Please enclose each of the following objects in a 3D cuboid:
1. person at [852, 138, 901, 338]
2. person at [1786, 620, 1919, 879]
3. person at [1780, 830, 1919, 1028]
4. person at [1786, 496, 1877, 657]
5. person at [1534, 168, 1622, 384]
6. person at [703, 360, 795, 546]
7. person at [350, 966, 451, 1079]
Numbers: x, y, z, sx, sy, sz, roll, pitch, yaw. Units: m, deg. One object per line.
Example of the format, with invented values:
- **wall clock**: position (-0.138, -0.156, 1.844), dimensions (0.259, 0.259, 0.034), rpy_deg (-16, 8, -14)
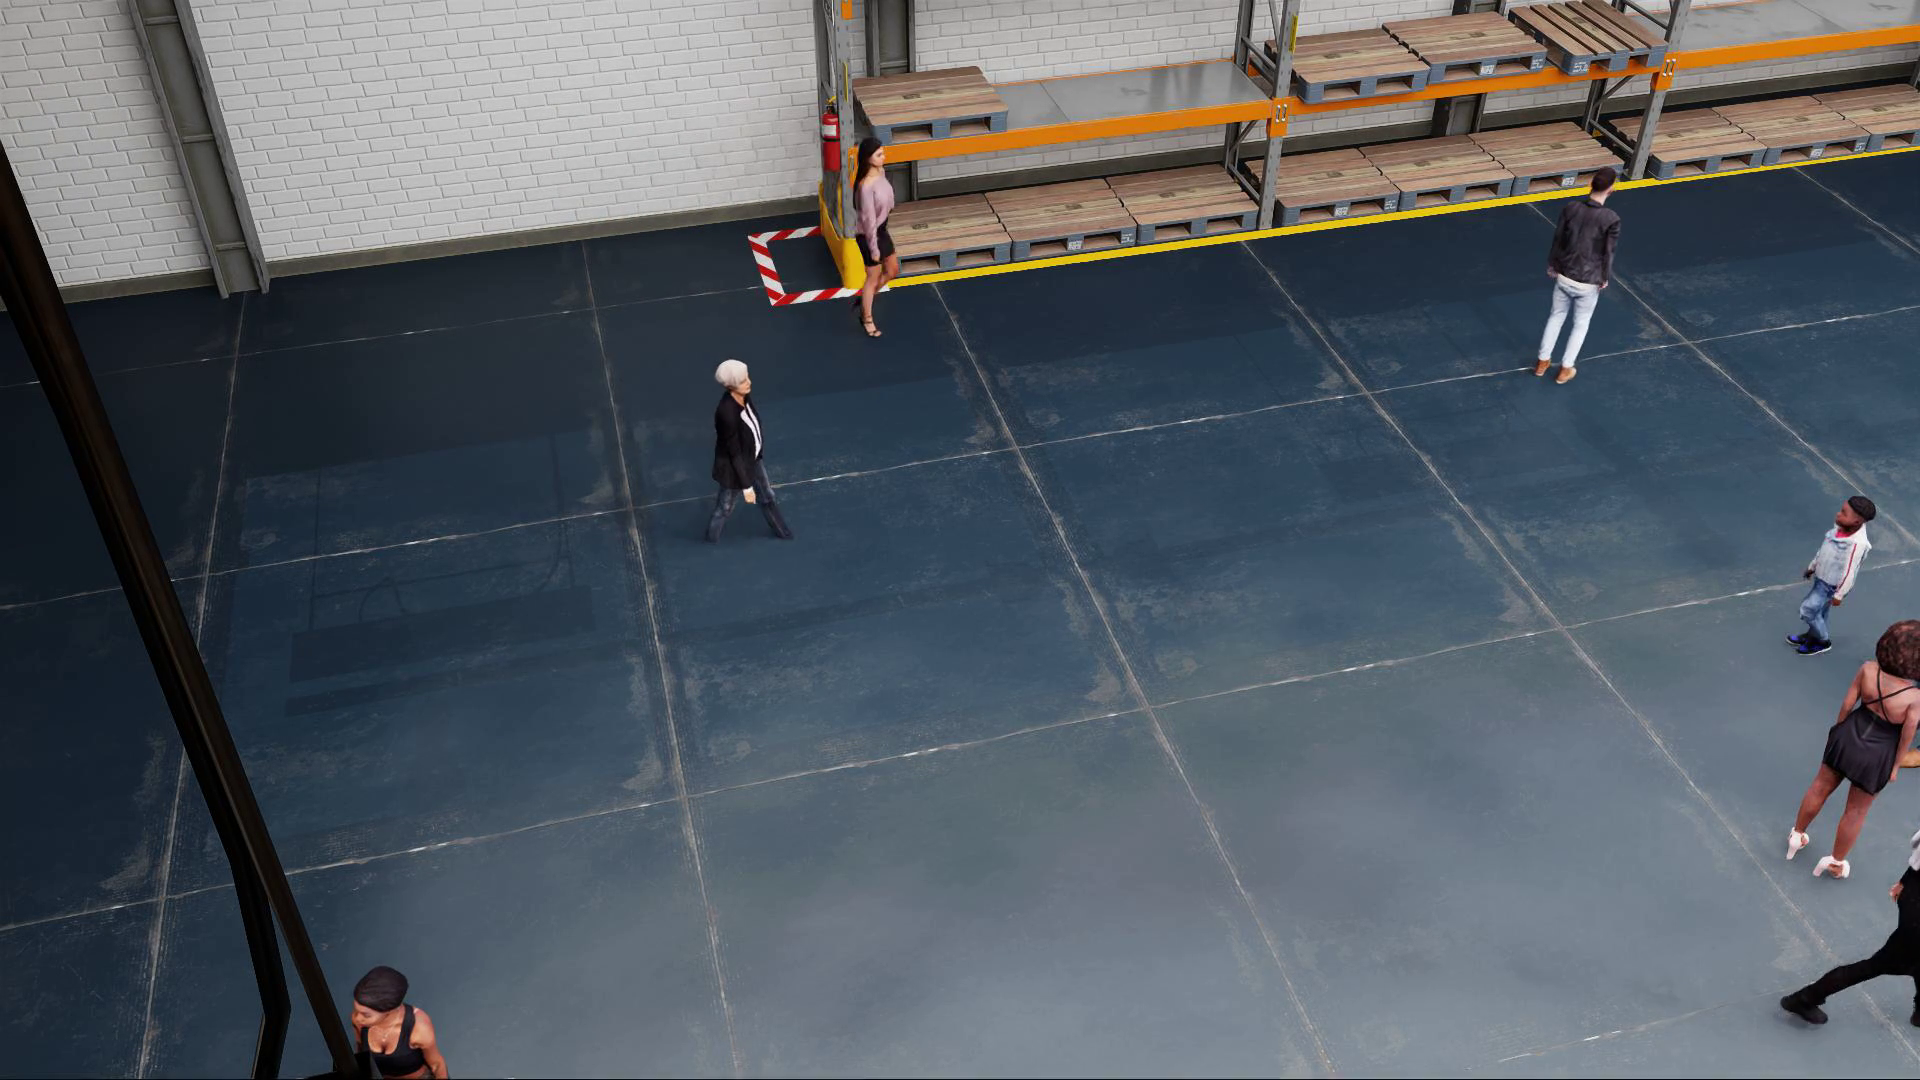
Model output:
- **person**: position (-0.807, -2.495, 13.794), dimensions (0.825, 1.802, 0.774), rpy_deg (15, 41, 17)
- **person**: position (4.994, 1.176, 9.209), dimensions (0.645, 1.787, 0.632), rpy_deg (-22, 44, -25)
- **person**: position (4.714, 1.913, 8.332), dimensions (1.260, 1.730, 0.968), rpy_deg (6, 39, 8)
- **person**: position (5.743, 0.243, 10.811), dimensions (0.615, 1.247, 0.570), rpy_deg (9, 39, 11)
- **person**: position (4.926, -2.075, 13.249), dimensions (0.752, 1.825, 0.765), rpy_deg (29, 47, 31)
- **person**: position (-1.634, -0.484, 11.737), dimensions (1.189, 1.753, 1.090), rpy_deg (9, 39, 11)
- **person**: position (-2.505, 2.498, 7.623), dimensions (0.630, 1.701, 0.727), rpy_deg (10, 40, 12)
